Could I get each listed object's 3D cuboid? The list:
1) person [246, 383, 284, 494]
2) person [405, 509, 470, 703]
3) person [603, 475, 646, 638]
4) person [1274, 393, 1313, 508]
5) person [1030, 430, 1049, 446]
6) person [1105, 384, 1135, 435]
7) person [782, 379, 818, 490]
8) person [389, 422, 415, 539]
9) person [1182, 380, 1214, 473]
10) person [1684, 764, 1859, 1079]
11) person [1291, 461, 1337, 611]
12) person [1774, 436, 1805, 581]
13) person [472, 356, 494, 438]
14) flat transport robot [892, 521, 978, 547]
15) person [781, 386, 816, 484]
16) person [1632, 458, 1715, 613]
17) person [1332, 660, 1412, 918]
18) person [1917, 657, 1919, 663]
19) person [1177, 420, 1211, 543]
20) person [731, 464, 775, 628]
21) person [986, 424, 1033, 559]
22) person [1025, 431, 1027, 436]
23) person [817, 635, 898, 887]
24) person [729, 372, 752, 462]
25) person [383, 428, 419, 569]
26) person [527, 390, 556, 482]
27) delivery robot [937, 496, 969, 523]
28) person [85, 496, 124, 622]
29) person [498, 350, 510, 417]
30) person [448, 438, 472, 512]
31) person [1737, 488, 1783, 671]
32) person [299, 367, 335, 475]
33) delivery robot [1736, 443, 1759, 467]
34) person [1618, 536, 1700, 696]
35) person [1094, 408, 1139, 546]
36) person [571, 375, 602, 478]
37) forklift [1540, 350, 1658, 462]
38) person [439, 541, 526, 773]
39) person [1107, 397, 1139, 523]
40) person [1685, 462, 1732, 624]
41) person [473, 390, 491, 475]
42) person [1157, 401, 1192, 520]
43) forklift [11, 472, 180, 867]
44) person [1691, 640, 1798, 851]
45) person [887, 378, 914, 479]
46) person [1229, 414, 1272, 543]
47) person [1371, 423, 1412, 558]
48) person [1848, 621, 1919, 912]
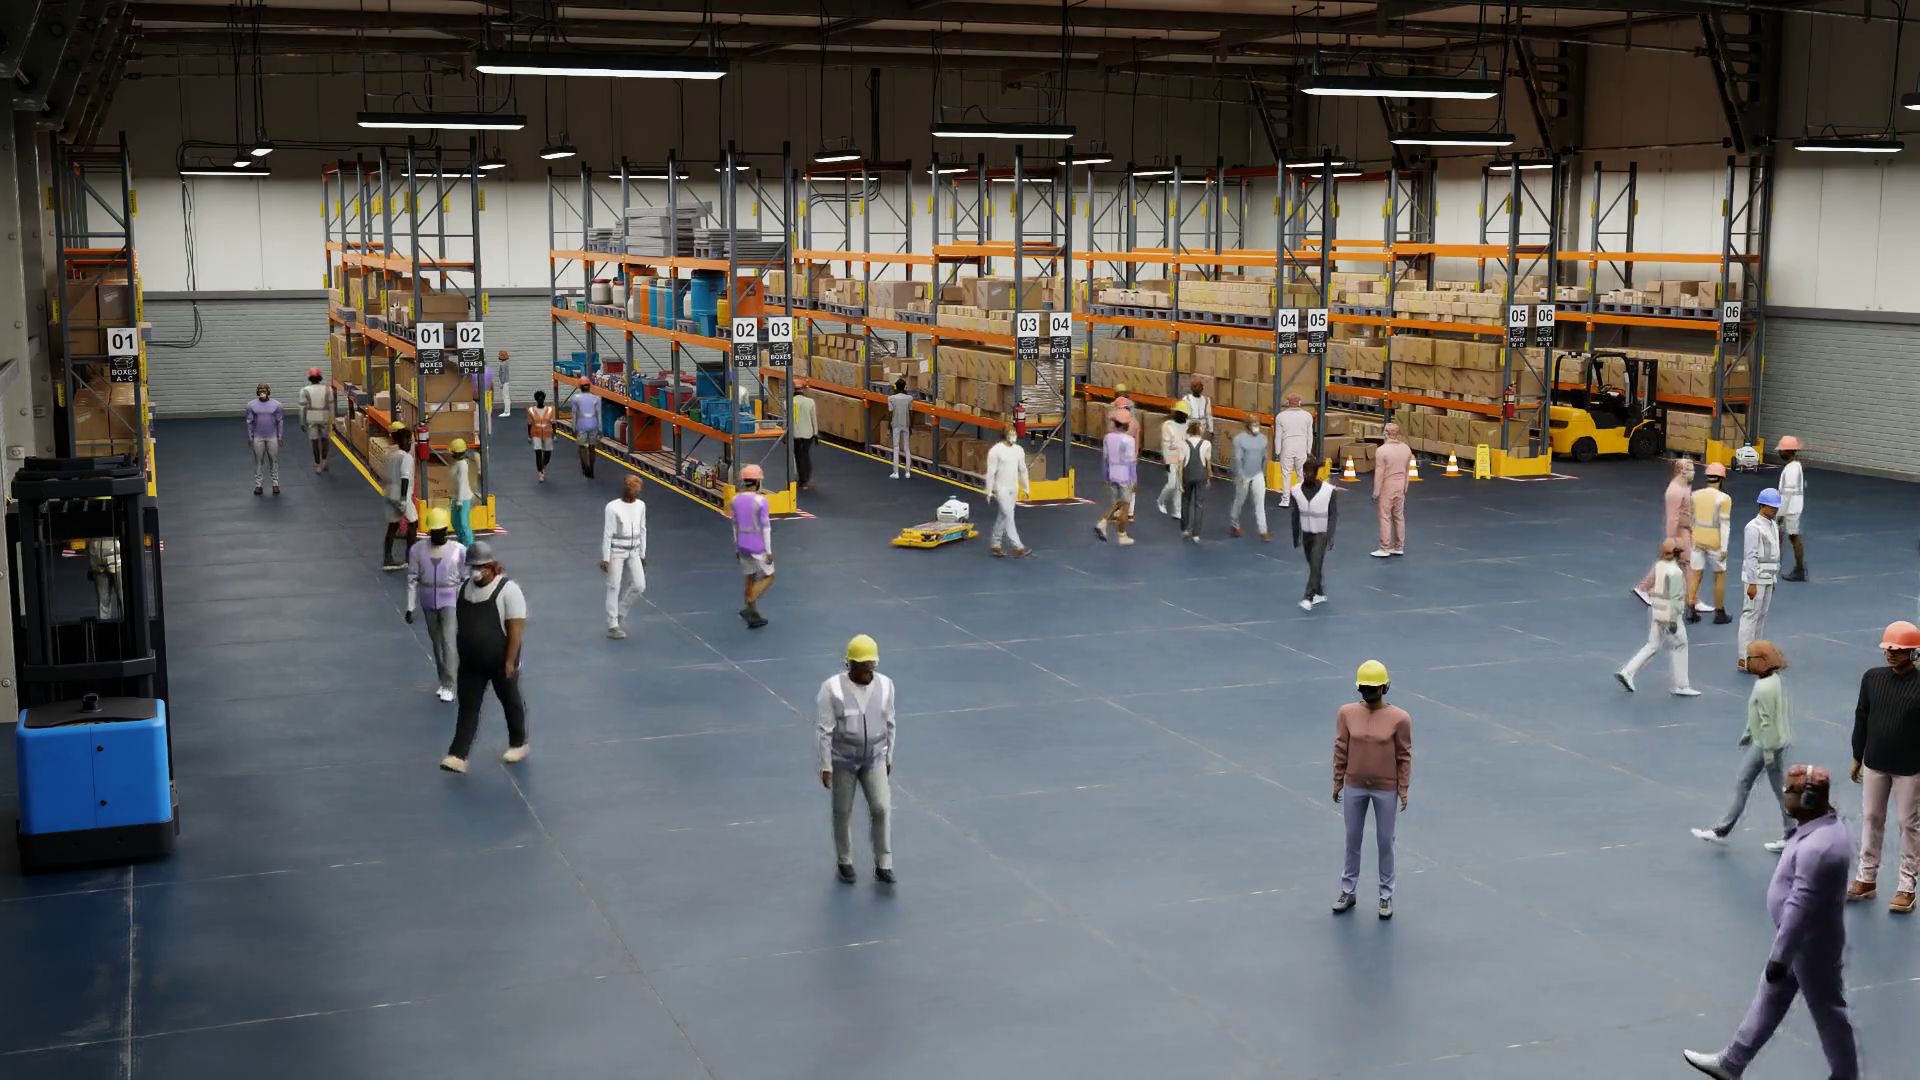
[{"bbox_3d":[-12.195,-1.788,36.771,0.630,1.940,0.372,-2,9,-15],"label":"person"},{"bbox_3d":[-5.164,0.652,20.653,0.598,1.893,0.866,1,9,5],"label":"person"},{"bbox_3d":[-3.845,0.182,23.883,0.684,1.857,0.422,-8,12,-43],"label":"person"},{"bbox_3d":[5.549,-1.490,34.883,0.637,1.911,0.403,0,9,-2],"label":"person"},{"bbox_3d":[1.688,-2.847,44.634,0.538,1.696,0.317,1,9,8],"label":"person"},{"bbox_3d":[3.036,-2.093,39.592,0.509,1.682,0.892,-3,9,-19],"label":"person"},{"bbox_3d":[-2.878,-1.880,37.284,0.630,1.961,0.659,-4,10,-27],"label":"person"},{"bbox_3d":[-8.409,-0.908,31.512,0.334,1.754,0.525,5,10,30],"label":"person"},{"bbox_3d":[4.410,-2.028,38.703,0.608,1.831,0.966,-3,9,-21],"label":"person"},{"bbox_3d":[4.353,2.100,11.072,0.952,1.860,0.679,3,9,22],"label":"person"},{"bbox_3d":[4.309,-0.062,25.651,0.601,1.821,1.091,6,10,35],"label":"person"},{"bbox_3d":[10.820,-0.417,27.724,0.875,1.905,0.570,3,9,19],"label":"person"},{"bbox_3d":[-10.660,-3.214,46.689,0.576,1.822,0.848,-2,9,-12],"label":"person"},{"bbox_3d":[-0.361,-0.101,31.192,0.652,0.197,1.431,5,10,30],"label":"flat transport robot"},{"bbox_3d":[-2.969,-1.949,38.232,0.660,1.817,0.788,-2,9,-15],"label":"person"},{"bbox_3d":[8.752,-0.080,25.626,0.925,1.879,0.651,3,9,19],"label":"person"},{"bbox_3d":[2.787,1.680,14.219,0.533,1.767,0.325,4,9,24],"label":"person"},{"bbox_3d":[10.383,0.540,21.840,0.640,1.786,0.894,0,9,0],"label":"person"},{"bbox_3d":[3.487,-0.894,31.273,0.514,1.794,0.936,0,9,1],"label":"person"},{"bbox_3d":[-2.413,0.079,24.347,0.576,1.926,0.449,6,10,35],"label":"person"},{"bbox_3d":[0.751,-0.675,29.483,0.661,1.893,0.976,-8,12,-43],"label":"person"},{"bbox_3d":[1.409,-3.233,46.807,0.608,1.812,0.471,-3,9,-17],"label":"person"},{"bbox_3d":[-0.705,1.573,14.812,0.615,1.806,0.722,-3,9,-19],"label":"person"},{"bbox_3d":[-4.346,-2.312,40.419,0.616,1.901,0.992,-3,9,-20],"label":"person"},{"bbox_3d":[-7.675,-0.559,28.687,0.636,1.897,0.702,7,11,41],"label":"person"},{"bbox_3d":[-7.718,-1.930,38.594,0.538,1.679,0.649,-3,9,-18],"label":"person"},{"bbox_3d":[-0.105,-0.437,32.183,0.477,0.478,0.707,2,9,15],"label":"delivery robot"},{"bbox_3d":[-9.432,0.290,23.255,0.588,1.835,0.403,1,9,5],"label":"person"},{"bbox_3d":[-11.234,-3.858,51.573,0.284,1.636,0.500,0,9,-2],"label":"person"},{"bbox_3d":[-7.009,-0.576,29.389,0.404,1.733,0.564,-5,10,-29],"label":"person"},{"bbox_3d":[8.445,0.413,22.071,0.400,1.943,0.613,7,11,40],"label":"person"},{"bbox_3d":[-12.194,-2.270,39.681,0.637,2.024,0.686,-4,9,-25],"label":"person"},{"bbox_3d":[15.023,-1.603,39.956,0.477,0.478,0.707,2,9,13],"label":"delivery robot"},{"bbox_3d":[7.000,0.759,20.896,0.756,1.615,0.521,-1,9,-6],"label":"person"},{"bbox_3d":[2.316,-0.911,30.633,0.544,2.027,0.615,-6,10,-35],"label":"person"},{"bbox_3d":[-6.933,-2.100,38.928,0.559,1.920,0.590,-2,9,-16],"label":"person"},{"bbox_3d":[12.897,-2.725,42.309,2.313,2.155,1.214,-3,9,-21],"label":"forklift"},{"bbox_3d":[-4.091,0.992,18.034,0.692,2.000,1.023,3,9,19],"label":"person"},{"bbox_3d":[2.557,-1.271,33.131,0.622,1.994,0.381,-6,10,-34],"label":"person"},{"bbox_3d":[8.835,0.038,24.741,0.541,1.909,0.566,-8,11,-41],"label":"person"},{"bbox_3d":[-9.135,-2.040,39.581,0.518,1.584,0.838,-4,9,-23],"label":"person"},{"bbox_3d":[3.454,-1.277,33.479,0.605,1.901,0.563,-5,10,-31],"label":"person"},{"bbox_3d":[-6.630,0.886,15.957,1.129,2.768,1.873,-3,9,-21],"label":"forklift"},{"bbox_3d":[5.946,1.538,15.715,0.829,1.591,0.514,5,10,31],"label":"person"},{"bbox_3d":[-1.111,-2.078,38.934,0.520,1.871,0.326,-3,9,-18],"label":"person"},{"bbox_3d":[4.320,-0.951,31.400,0.628,1.896,1.004,-3,9,-18],"label":"person"},{"bbox_3d":[6.085,-0.712,29.701,0.651,1.906,0.403,-6,10,-33],"label":"person"},{"bbox_3d":[6.426,1.537,14.409,0.375,1.995,0.611,-7,11,-39],"label":"person"}]
